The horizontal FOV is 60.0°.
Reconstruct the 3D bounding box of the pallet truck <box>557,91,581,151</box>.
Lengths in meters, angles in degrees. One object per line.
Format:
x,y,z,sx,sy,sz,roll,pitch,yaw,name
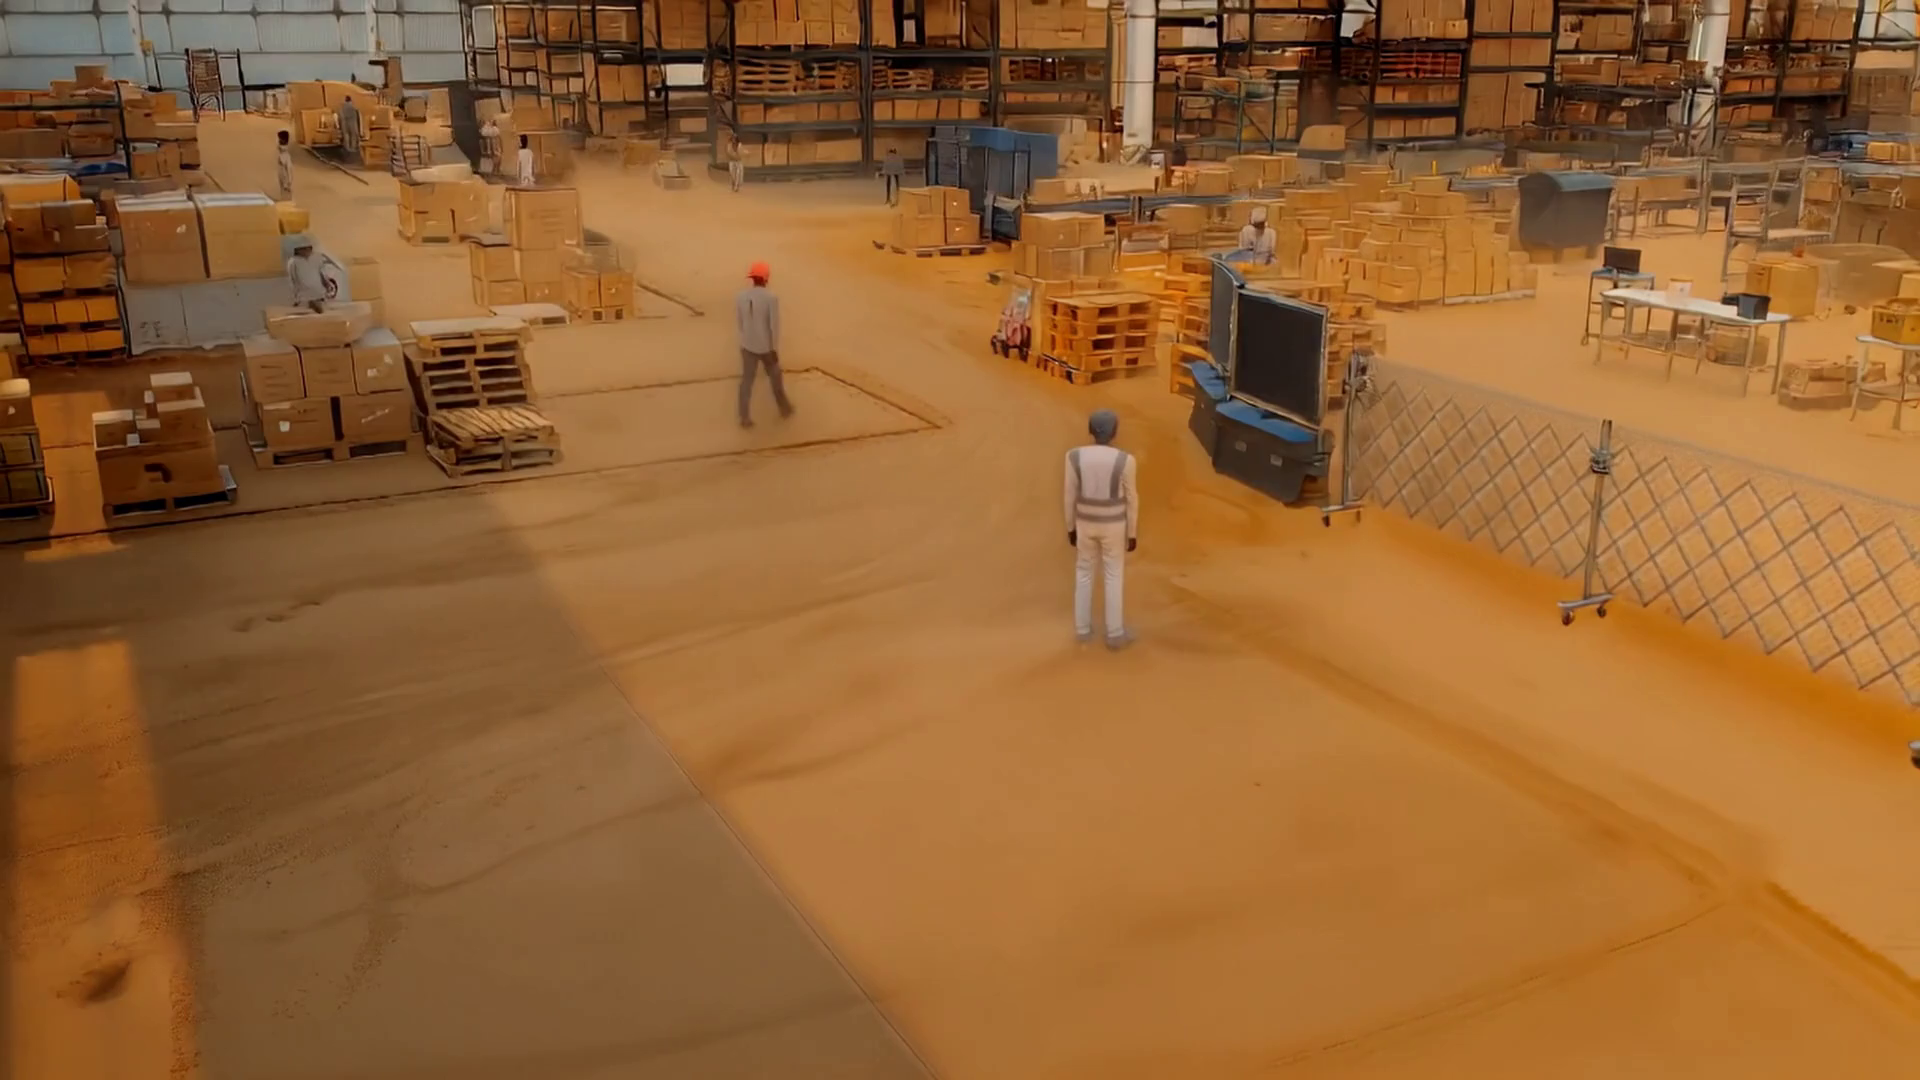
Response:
-13.495,-14.412,57.188,0.823,1.965,1.885,-3,18,-9,pallet truck

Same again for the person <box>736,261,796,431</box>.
-2.330,-2.292,19.491,0.625,1.938,1.027,8,20,24,person

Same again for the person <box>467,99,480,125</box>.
-17.486,-15.174,59.831,0.434,1.830,0.653,-5,18,-15,person

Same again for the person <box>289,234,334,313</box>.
-9.150,-3.462,23.492,0.538,1.730,0.343,-13,22,-36,person

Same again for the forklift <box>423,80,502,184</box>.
-13.841,-11.268,45.964,1.873,2.768,1.129,-9,20,-26,forklift

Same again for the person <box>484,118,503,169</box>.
-13.555,-11.398,48.318,0.524,1.668,0.800,-2,18,-6,person

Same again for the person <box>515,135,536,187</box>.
-10.291,-8.633,39.379,0.318,1.868,0.531,16,24,41,person

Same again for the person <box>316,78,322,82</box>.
-26.387,-18.080,68.714,0.545,1.942,0.353,12,21,33,person

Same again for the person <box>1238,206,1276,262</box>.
4.596,-4.246,25.760,0.591,1.834,0.404,-1,18,-3,person

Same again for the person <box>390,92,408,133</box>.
-19.669,-14.742,58.346,0.593,1.920,0.391,-3,18,-10,person

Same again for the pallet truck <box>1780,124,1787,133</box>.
25.206,-12.542,52.601,1.601,1.201,0.680,0,18,-2,pallet truck

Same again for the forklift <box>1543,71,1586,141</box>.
18.685,-13.231,52.085,1.873,2.768,1.129,-9,20,-26,forklift

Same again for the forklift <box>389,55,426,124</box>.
-23.574,-18.900,69.755,1.873,2.768,1.129,-9,20,-26,forklift

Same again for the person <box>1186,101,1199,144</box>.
7.699,-13.714,55.408,0.557,1.743,0.629,-10,20,-27,person

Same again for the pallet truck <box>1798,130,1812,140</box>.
25.526,-11.556,49.408,1.630,1.274,0.653,-9,20,-26,pallet truck

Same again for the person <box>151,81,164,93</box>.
-31.596,-17.058,65.489,0.665,1.966,0.664,7,19,20,person

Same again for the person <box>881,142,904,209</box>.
-1.654,-8.936,40.769,0.555,1.586,0.766,0,18,-1,person

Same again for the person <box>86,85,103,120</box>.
-33.202,-16.516,63.957,0.642,1.881,1.051,-3,18,-8,person

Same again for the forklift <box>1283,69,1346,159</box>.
11.615,-13.871,54.079,1.129,2.768,1.873,-9,20,-27,forklift

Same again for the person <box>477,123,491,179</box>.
-13.482,-10.912,46.879,0.514,1.627,0.327,-1,18,-4,person

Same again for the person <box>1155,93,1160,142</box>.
6.433,-13.896,55.556,0.671,2.009,0.503,-16,24,-41,person

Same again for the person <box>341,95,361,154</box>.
-20.488,-13.986,55.956,0.632,1.940,0.372,9,20,26,person

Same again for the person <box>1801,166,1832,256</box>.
16.059,-6.033,31.198,0.519,1.916,0.562,-3,18,-9,person

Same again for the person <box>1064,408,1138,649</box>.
1.076,-0.086,12.705,0.572,1.886,0.355,7,19,20,person

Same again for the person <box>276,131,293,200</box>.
-16.022,-8.721,39.522,0.398,1.956,0.604,-9,20,-26,person

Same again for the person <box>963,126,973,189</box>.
0.334,-9.470,41.957,0.975,1.882,0.565,-10,20,-29,person

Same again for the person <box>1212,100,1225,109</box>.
10.259,-17.377,66.731,0.752,1.811,0.656,-7,19,-22,person

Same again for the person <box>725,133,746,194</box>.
-5.927,-9.916,43.818,0.543,1.591,0.878,-5,18,-15,person
